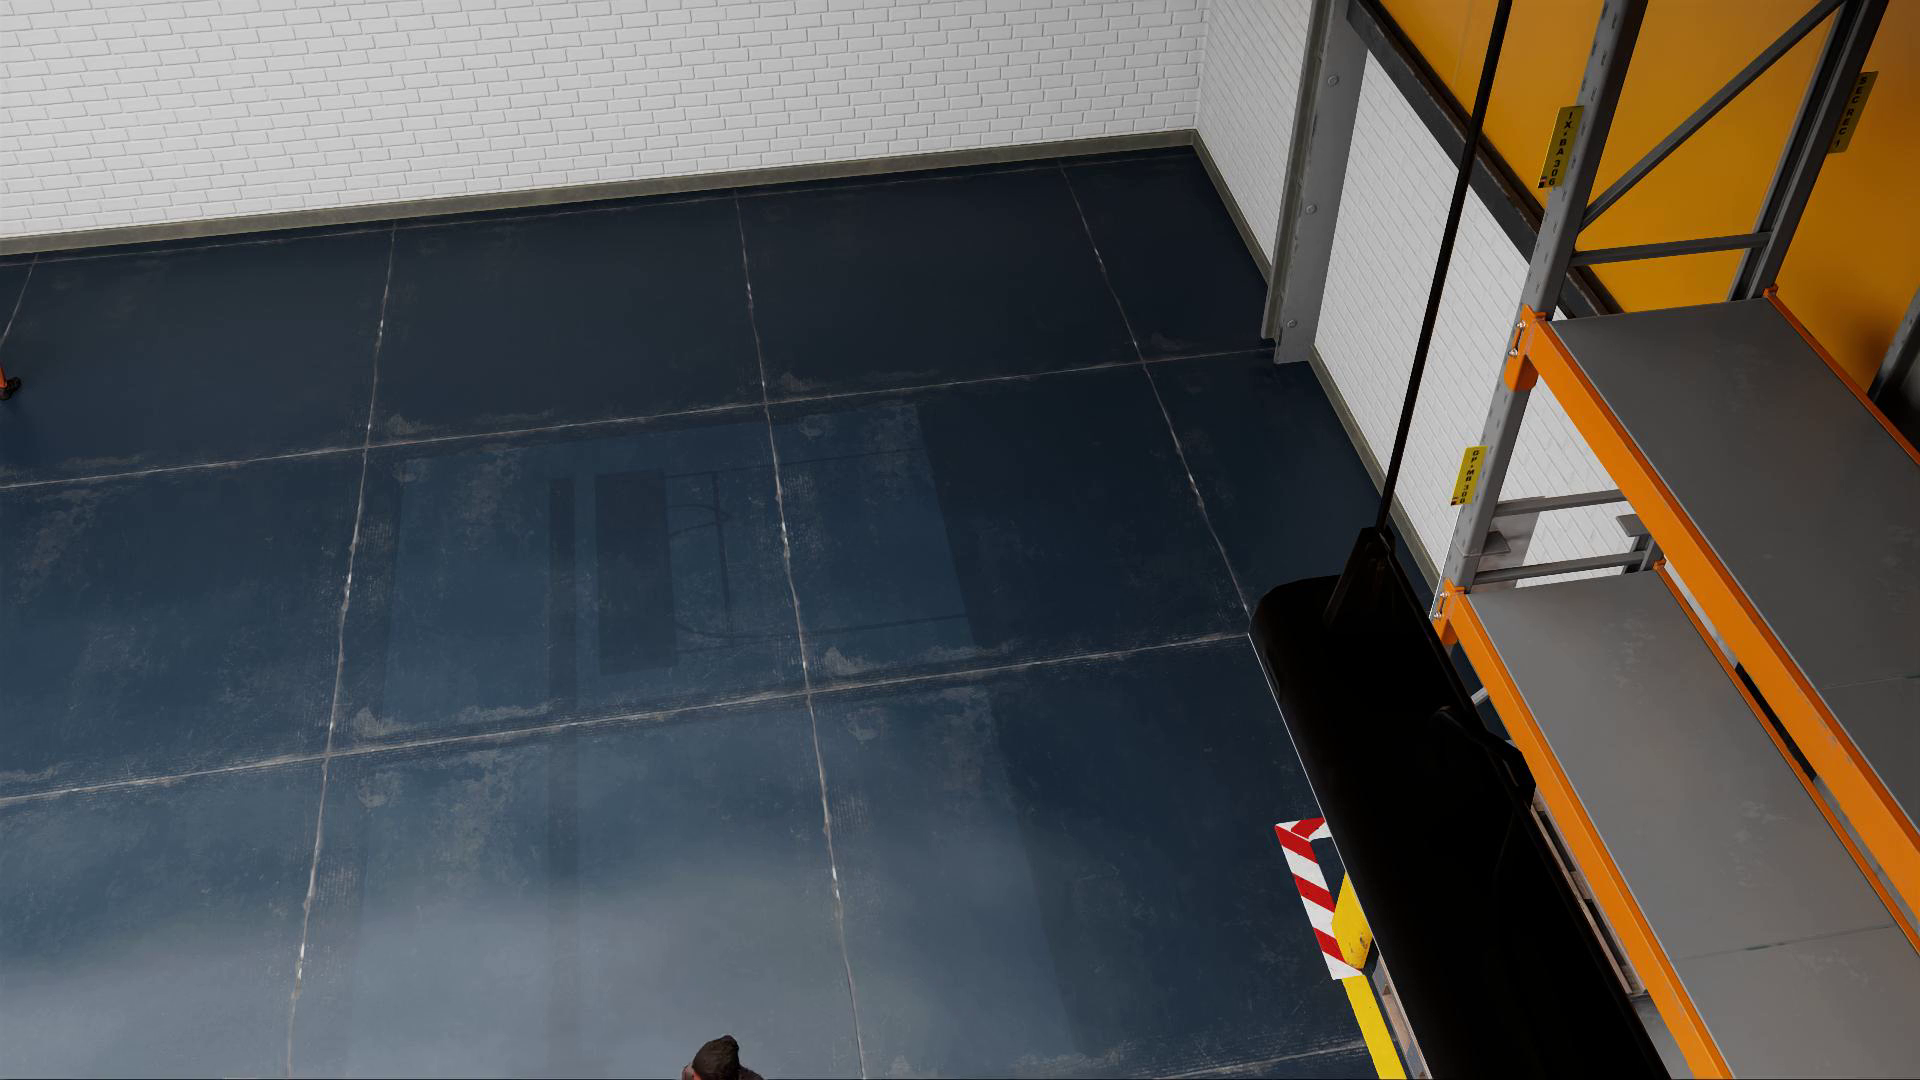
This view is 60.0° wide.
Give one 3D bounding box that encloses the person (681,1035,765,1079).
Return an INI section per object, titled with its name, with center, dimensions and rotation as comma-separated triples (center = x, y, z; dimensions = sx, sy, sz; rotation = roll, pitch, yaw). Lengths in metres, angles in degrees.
[person]
center = -1.088, 2.839, 7.554
dimensions = 0.737, 1.657, 0.823
rotation = 6, 44, 6
